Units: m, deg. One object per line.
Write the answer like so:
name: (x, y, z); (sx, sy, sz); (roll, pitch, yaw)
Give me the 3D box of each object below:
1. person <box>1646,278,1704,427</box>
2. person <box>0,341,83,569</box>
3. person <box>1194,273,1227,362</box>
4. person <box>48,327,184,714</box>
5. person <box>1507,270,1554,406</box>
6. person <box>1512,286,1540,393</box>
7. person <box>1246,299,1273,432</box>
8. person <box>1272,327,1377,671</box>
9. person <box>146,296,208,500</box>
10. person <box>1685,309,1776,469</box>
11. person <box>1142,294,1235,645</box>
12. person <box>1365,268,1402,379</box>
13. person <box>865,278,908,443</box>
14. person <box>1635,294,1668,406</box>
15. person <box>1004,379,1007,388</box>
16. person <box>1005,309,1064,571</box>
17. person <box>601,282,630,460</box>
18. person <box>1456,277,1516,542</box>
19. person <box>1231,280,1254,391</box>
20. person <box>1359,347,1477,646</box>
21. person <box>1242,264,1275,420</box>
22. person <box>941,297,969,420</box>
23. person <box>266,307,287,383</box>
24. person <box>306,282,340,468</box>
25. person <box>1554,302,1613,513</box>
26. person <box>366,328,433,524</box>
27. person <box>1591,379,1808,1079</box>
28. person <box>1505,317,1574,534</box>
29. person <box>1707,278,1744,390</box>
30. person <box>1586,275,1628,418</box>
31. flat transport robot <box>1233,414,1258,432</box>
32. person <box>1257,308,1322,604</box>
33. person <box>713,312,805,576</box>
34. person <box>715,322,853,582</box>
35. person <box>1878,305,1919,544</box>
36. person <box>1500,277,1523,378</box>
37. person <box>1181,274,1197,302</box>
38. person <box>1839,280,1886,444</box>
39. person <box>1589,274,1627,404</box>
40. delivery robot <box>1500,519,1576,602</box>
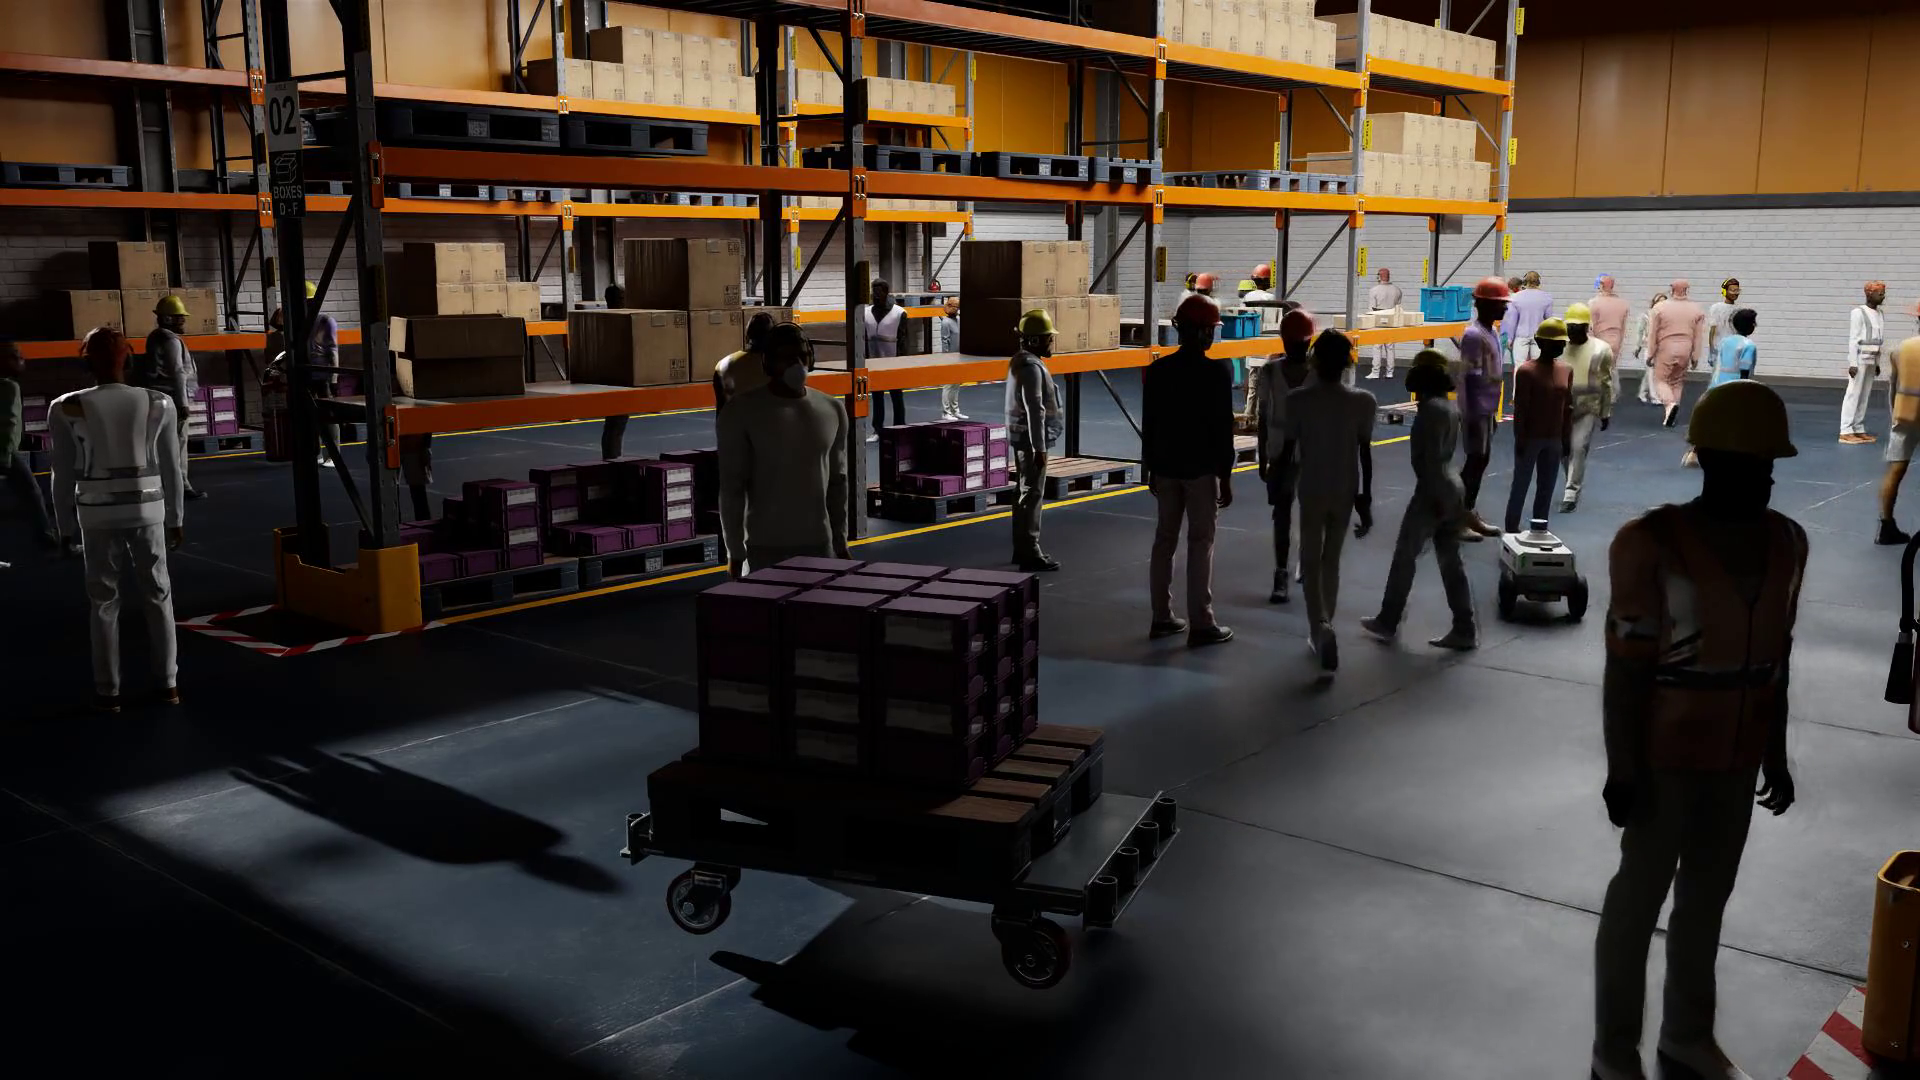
person: (8.948, -2.332, 20.820); (0.645, 1.885, 0.643); (1, 10, 3)
person: (-6.684, -0.604, 11.784); (0.519, 1.589, 0.809); (7, 12, 35)
person: (3.287, -2.635, 22.474); (1.074, 1.919, 0.643); (-4, 11, -21)
person: (-4.084, -0.093, 8.103); (0.576, 1.880, 0.351); (-7, 12, -35)
person: (8.113, -2.868, 23.728); (0.631, 1.940, 0.372); (1, 10, 7)
person: (8.793, -3.142, 25.774); (0.325, 1.769, 0.524); (-3, 10, -15)
person: (3.698, -2.107, 20.268); (0.311, 1.634, 0.511); (-6, 11, -30)
person: (1.974, -0.221, 8.982); (0.534, 1.840, 0.851); (0, 10, 3)
person: (-7.053, -1.268, 14.932); (0.404, 1.828, 0.592); (-9, 13, -42)
person: (7.857, -1.527, 16.921); (0.885, 1.653, 0.540); (-1, 10, -8)
person: (1.323, -0.403, 9.529); (0.396, 1.993, 0.617); (-9, 13, -42)
person: (7.287, -3.725, 28.712); (0.640, 1.905, 0.410); (-4, 11, -20)
person: (-0.861, -2.055, 19.196); (0.588, 1.907, 0.398); (5, 11, 27)
person: (10.063, -2.766, 24.115); (0.531, 1.600, 0.842); (-1, 10, -6)
person: (0.914, -3.437, 26.803); (0.625, 1.992, 0.388); (1, 10, 5)
person: (0.523, -0.702, 11.697); (0.404, 1.831, 0.600); (-1, 10, -8)
person: (-3.218, -1.444, 15.618); (0.355, 1.938, 0.637); (-3, 10, -18)
person: (4.047, -1.009, 12.910); (0.378, 2.030, 0.682); (6, 11, 29)
person: (4.441, -3.220, 26.249); (0.621, 1.743, 0.553); (-1, 10, -8)
person: (2.652, -0.245, 9.510); (0.737, 1.685, 0.554); (7, 12, 35)
person: (3.958, -2.595, 21.862); (0.370, 2.048, 0.607); (-6, 12, -30)
person: (-0.085, -2.373, 21.807); (0.298, 1.623, 0.504); (5, 11, 24)
person: (-7.253, -1.687, 17.900); (0.492, 1.625, 0.282); (7, 12, 35)
person: (-6.664, -1.697, 17.131); (0.588, 1.919, 0.401); (3, 11, 19)
person: (5.344, -1.162, 14.431); (0.603, 1.804, 0.842); (7, 12, 35)
person: (-3.981, -0.656, 11.810); (0.540, 1.699, 0.315); (2, 10, 12)
person: (1.944, 0.542, 4.351); (0.593, 1.925, 0.387); (-3, 10, -18)
person: (4.270, -0.745, 12.168); (0.523, 1.759, 0.350); (-4, 11, -24)
person: (9.780, -2.394, 21.225); (0.514, 1.872, 0.328); (-3, 11, -19)
person: (8.516, -2.562, 22.114); (0.685, 1.889, 0.439); (-4, 11, -20)
flat transport robot: (3.006, -1.398, 20.103); (0.652, 0.197, 1.431); (8, 13, 40)
person: (2.222, -0.578, 10.895); (0.568, 1.884, 1.012); (3, 10, 18)
person: (-1.300, -0.575, 10.979); (0.628, 1.837, 0.429); (1, 10, 8)
person: (-0.747, 0.026, 7.249); (0.627, 1.941, 0.371); (-6, 12, -32)
person: (7.432, -0.921, 12.745); (0.964, 1.894, 0.575); (-5, 11, -27)
person: (8.523, -3.169, 25.836); (0.588, 1.815, 0.426); (1, 10, 5)
person: (3.814, -3.585, 28.131); (0.429, 1.828, 0.697); (1, 10, 3)
person: (10.477, -2.056, 19.265); (0.584, 1.880, 0.337); (-7, 12, -34)
person: (9.250, -2.863, 23.822); (0.861, 1.902, 0.616); (-9, 13, -41)
delivery robot: (3.614, 0.115, 10.414); (0.477, 0.478, 0.707); (1, 10, 8)
